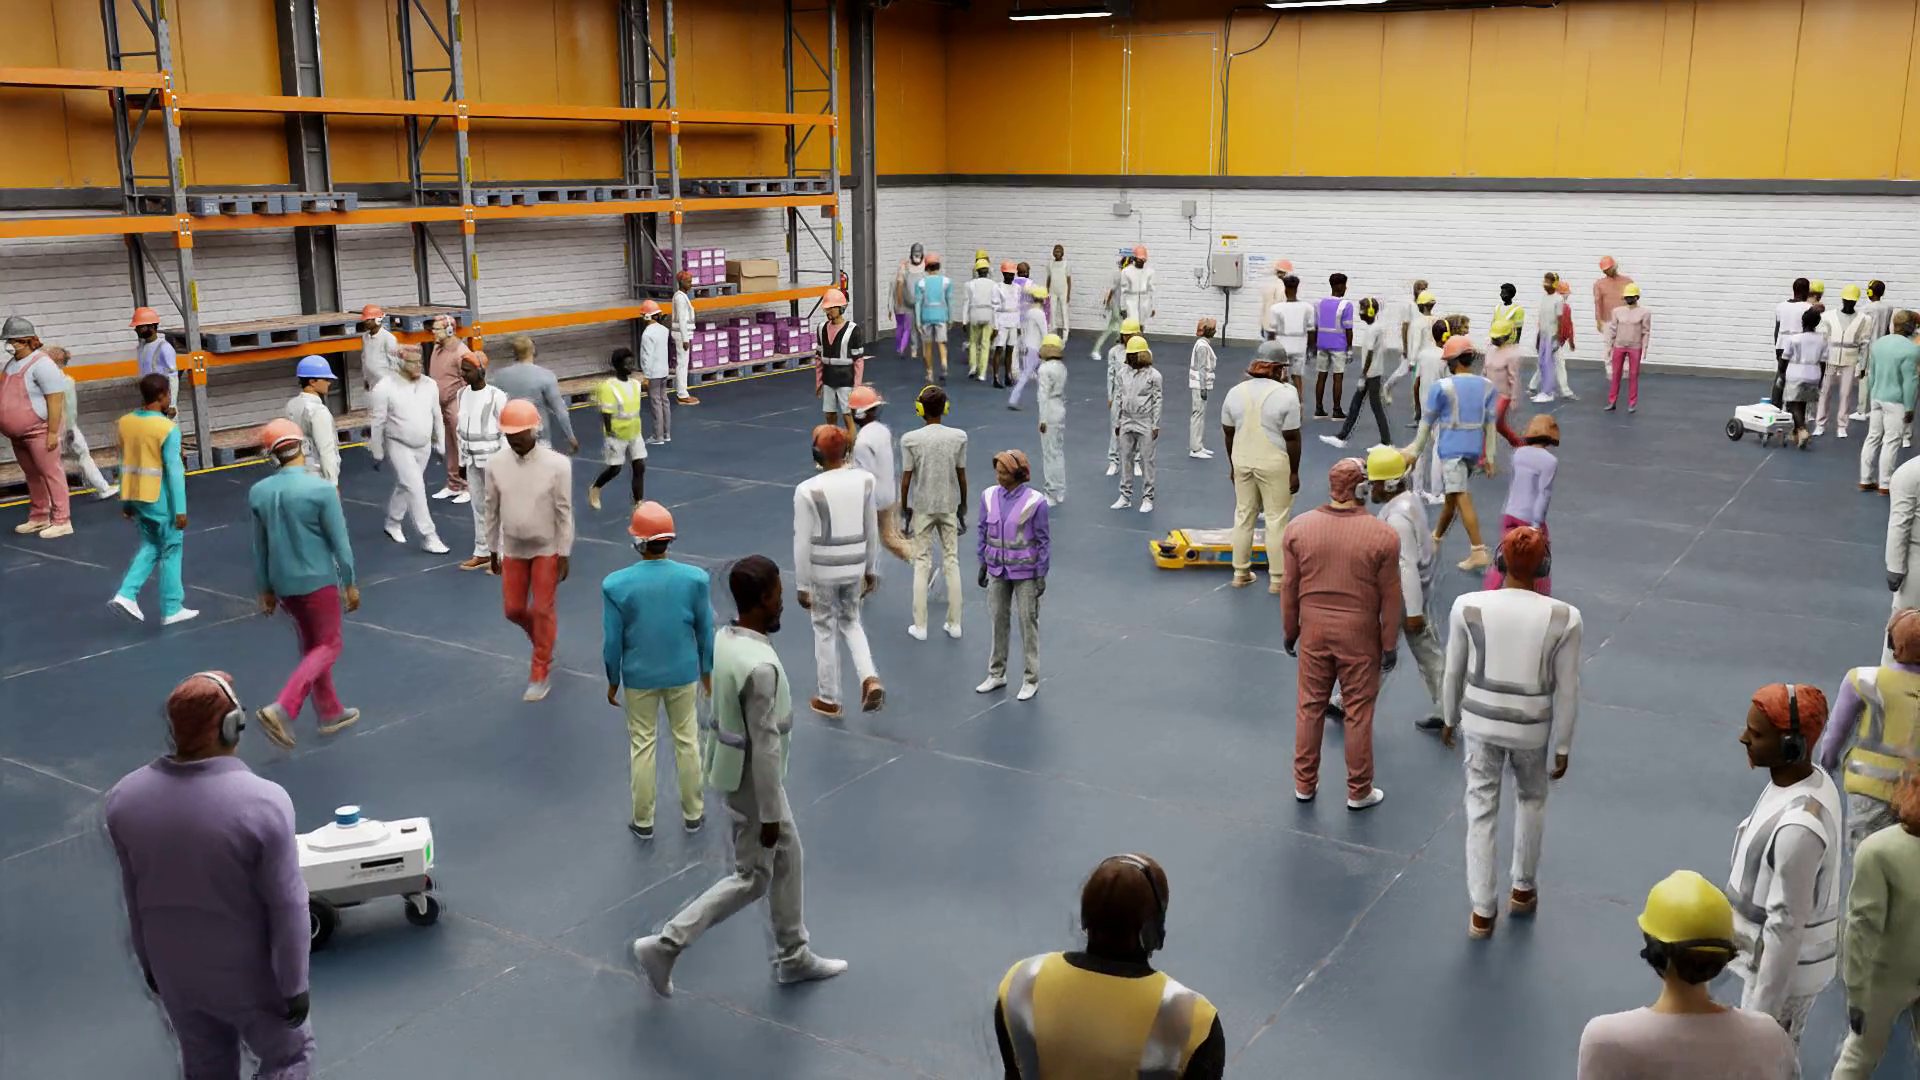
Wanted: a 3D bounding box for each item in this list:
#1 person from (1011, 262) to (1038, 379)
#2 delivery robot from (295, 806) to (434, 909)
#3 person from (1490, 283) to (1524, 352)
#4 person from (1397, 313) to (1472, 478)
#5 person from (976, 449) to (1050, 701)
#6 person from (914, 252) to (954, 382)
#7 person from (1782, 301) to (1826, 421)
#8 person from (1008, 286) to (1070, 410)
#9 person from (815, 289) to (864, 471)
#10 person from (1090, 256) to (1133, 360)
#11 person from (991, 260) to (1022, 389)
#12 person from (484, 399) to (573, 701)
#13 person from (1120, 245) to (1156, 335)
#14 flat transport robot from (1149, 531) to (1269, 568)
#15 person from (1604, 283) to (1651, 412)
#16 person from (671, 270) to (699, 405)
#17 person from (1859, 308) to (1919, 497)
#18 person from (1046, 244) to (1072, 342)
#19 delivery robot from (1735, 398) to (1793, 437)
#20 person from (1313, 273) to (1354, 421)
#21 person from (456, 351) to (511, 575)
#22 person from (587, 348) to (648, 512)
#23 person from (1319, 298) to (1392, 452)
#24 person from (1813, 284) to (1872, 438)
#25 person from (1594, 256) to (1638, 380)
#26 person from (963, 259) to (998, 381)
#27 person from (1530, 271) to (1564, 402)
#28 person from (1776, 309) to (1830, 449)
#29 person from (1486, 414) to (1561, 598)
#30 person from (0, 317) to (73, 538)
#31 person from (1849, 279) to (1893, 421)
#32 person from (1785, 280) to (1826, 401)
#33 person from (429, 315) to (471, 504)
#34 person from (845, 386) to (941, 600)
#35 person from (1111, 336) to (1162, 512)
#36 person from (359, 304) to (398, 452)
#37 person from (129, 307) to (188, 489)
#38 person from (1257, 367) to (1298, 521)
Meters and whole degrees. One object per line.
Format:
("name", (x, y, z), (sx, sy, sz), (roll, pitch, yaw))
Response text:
("person", (0.997, -3.472, 26.332), (0.628, 1.838, 0.429), (11, 17, 40))
("delivery robot", (-2.766, 1.451, 7.560), (0.707, 0.478, 0.477), (-5, 14, -23))
("person", (7.813, -2.832, 23.844), (0.316, 1.695, 0.542), (-7, 15, -29))
("person", (5.210, -1.565, 18.118), (0.740, 1.816, 0.563), (4, 14, 17))
("person", (0.341, 0.219, 10.737), (0.518, 1.638, 0.315), (8, 15, 33))
("person", (-0.393, -3.424, 25.721), (0.613, 2.021, 0.724), (-2, 13, -8))
("person", (11.318, -2.422, 22.288), (0.538, 1.596, 0.709), (3, 13, 13))
("person", (1.073, -2.654, 23.041), (0.949, 1.715, 0.542), (-3, 13, -14))
("person", (-1.358, -1.745, 18.370), (0.611, 2.042, 0.394), (8, 15, 33))
("person", (2.676, -3.976, 28.613), (0.955, 1.810, 0.559), (5, 14, 19))
("person", (0.723, -3.271, 25.216), (0.547, 1.939, 0.376), (-10, 16, -37))
("person", (-2.773, 0.033, 10.838), (0.617, 1.969, 0.637), (2, 13, 7))
("person", (3.025, -4.045, 28.460), (0.619, 2.005, 0.951), (-3, 13, -11))
("flat transport robot", (2.394, 0.066, 14.396), (1.431, 0.197, 0.652), (0, 13, -1))
("person", (9.171, -2.636, 22.841), (0.529, 1.767, 0.329), (8, 15, 33))
("person", (-3.916, -2.870, 23.596), (0.355, 1.886, 0.572), (-2, 13, -10))
("person", (9.616, -1.415, 17.173), (0.367, 1.939, 0.629), (-2, 13, -9))
("person", (1.874, -4.671, 31.507), (0.507, 1.845, 0.339), (5, 14, 22))
("delivery robot", (9.826, -1.493, 20.331), (0.477, 0.478, 0.707), (-3, 13, -11))
("person", (4.962, -2.569, 22.115), (0.362, 1.962, 0.613), (-13, 18, -43))
("person", (-3.997, -0.648, 13.962), (0.579, 1.882, 0.342), (8, 15, 33))
("person", (-3.305, -1.041, 16.106), (0.680, 1.676, 0.531), (10, 16, 37))
("person", (4.760, -1.948, 19.734), (0.873, 1.828, 0.568), (2, 13, 10))
("person", (10.987, -2.224, 20.732), (0.605, 1.916, 0.422), (7, 15, 29))
("person", (10.259, -3.463, 26.064), (0.709, 1.941, 0.466), (3, 13, 13))
("person", (0.346, -3.440, 26.054), (0.610, 1.883, 0.556), (0, 13, -2))
("person", (8.412, -2.902, 23.793), (0.357, 1.870, 0.536), (-2, 13, -11))
("person", (10.189, -1.941, 20.060), (0.537, 1.674, 0.730), (0, 13, 0))
("person", (4.242, -0.140, 12.376), (0.804, 1.594, 0.521), (-5, 14, -22))
("person", (-8.556, -1.034, 15.291), (0.684, 2.000, 0.535), (8, 15, 33))
("person", (12.108, -2.519, 22.121), (0.533, 1.864, 0.311), (-3, 13, -15))
("person", (12.101, -2.839, 23.777), (0.719, 1.743, 0.534), (-3, 13, -14))
("person", (-5.158, -1.327, 16.853), (0.400, 1.910, 0.643), (-13, 18, -44))
("person", (-0.585, -0.350, 13.042), (0.790, 1.720, 0.569), (4, 14, 17))
("person", (1.744, -1.140, 16.402), (0.490, 1.743, 0.324), (8, 15, 33))
("person", (-6.915, -1.923, 19.776), (0.568, 1.750, 0.342), (8, 15, 33))
("person", (-8.394, -1.462, 17.371), (0.549, 1.936, 0.376), (8, 15, 33))
("person", (2.966, -0.948, 15.808), (0.503, 1.632, 0.271), (11, 17, 40))
